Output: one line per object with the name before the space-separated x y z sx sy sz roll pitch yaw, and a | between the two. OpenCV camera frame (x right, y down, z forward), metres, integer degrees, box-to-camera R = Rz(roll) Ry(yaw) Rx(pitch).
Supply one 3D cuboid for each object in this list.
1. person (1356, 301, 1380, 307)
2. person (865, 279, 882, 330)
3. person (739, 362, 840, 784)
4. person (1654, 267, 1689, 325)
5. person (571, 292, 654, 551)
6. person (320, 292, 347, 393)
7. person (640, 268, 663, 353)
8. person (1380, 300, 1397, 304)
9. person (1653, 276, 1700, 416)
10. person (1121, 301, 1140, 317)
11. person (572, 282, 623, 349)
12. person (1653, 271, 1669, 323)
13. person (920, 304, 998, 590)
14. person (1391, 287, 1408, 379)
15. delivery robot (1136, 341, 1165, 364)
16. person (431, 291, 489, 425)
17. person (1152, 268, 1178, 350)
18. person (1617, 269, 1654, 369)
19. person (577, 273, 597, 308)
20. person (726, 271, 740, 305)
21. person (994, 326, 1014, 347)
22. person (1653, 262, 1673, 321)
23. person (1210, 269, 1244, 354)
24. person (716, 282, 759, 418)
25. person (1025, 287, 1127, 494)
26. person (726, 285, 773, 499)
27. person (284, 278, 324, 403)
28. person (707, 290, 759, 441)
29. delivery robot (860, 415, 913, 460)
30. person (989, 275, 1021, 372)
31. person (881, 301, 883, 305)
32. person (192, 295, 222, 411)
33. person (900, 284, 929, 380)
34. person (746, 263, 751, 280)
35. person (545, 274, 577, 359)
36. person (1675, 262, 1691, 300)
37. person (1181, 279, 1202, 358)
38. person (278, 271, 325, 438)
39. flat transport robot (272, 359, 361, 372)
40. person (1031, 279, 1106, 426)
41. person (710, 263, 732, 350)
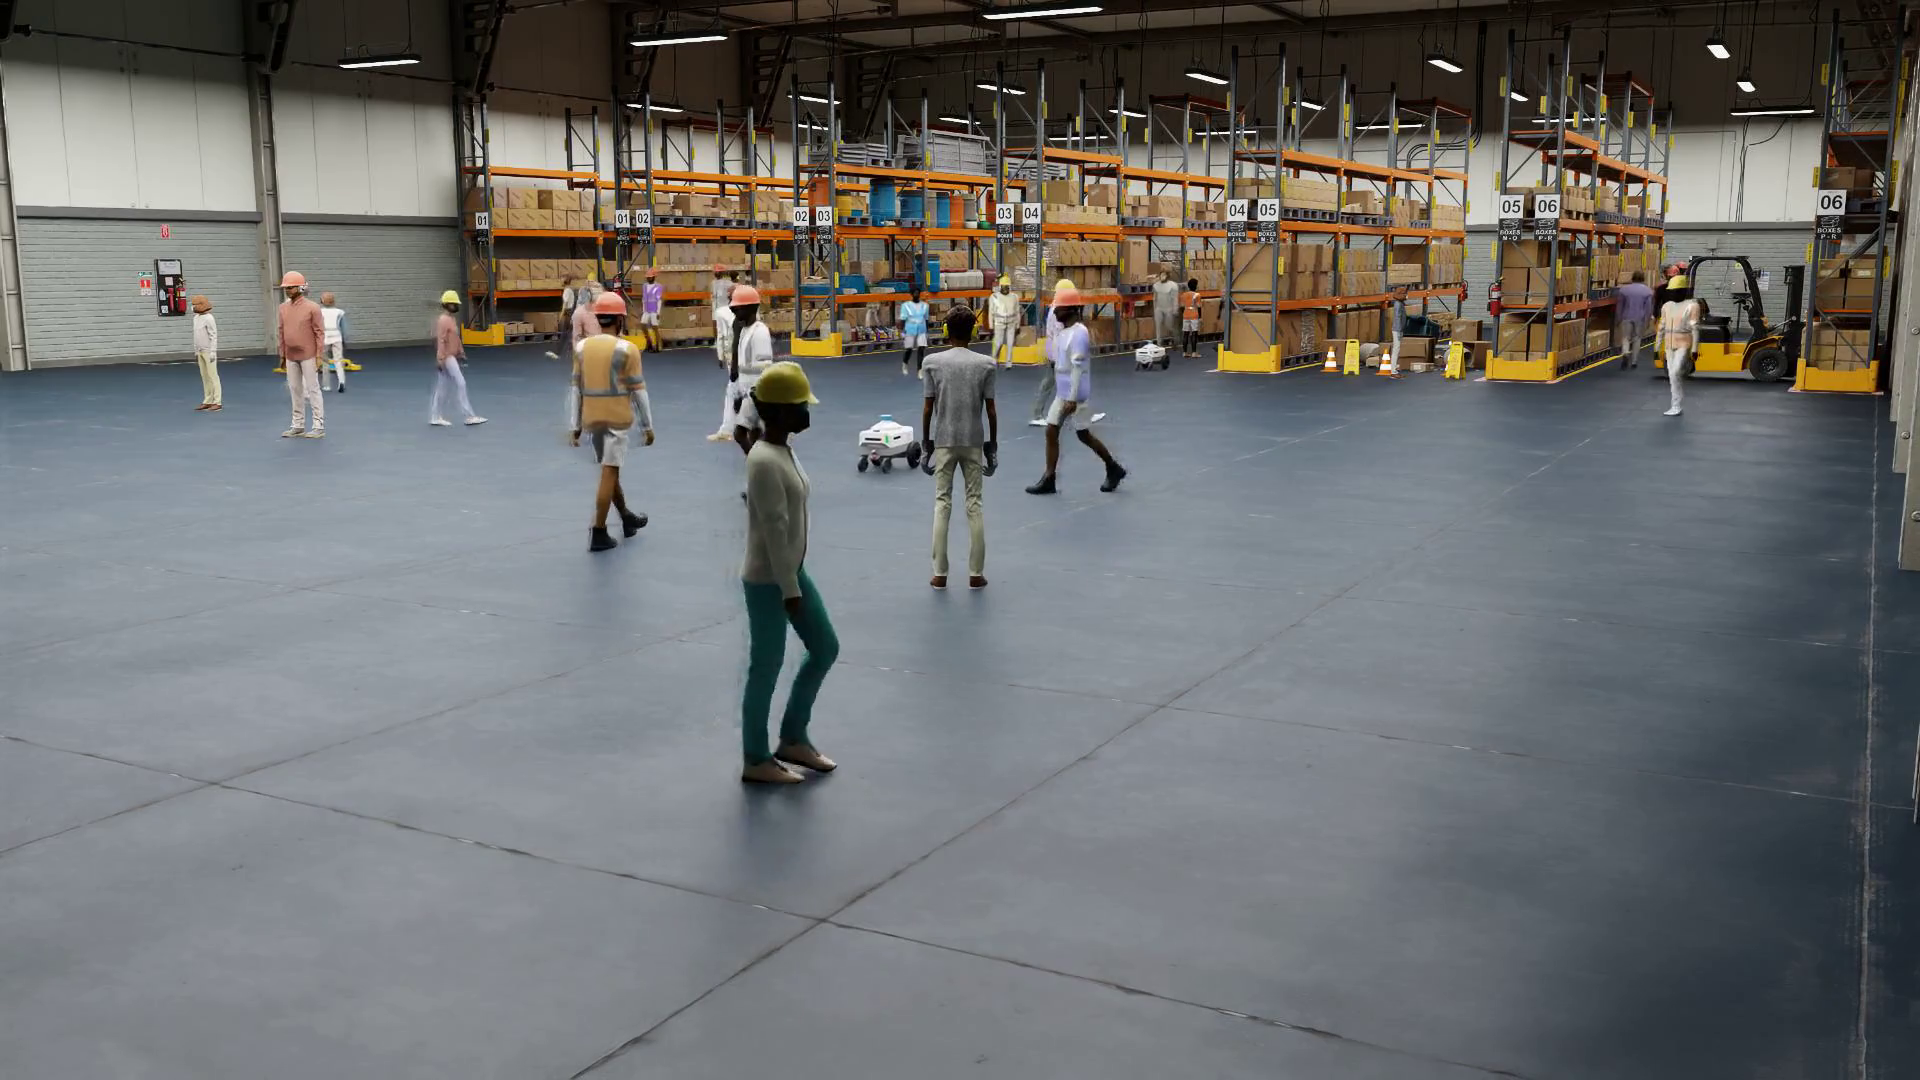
person | 10.604 -6.114 43.263 0.647 1.823 0.451 5 11 26
person | -2.188 -5.745 41.775 0.525 1.589 0.850 5 11 29
person | -0.687 0.153 6.781 0.507 1.749 0.543 2 10 9
person | 14.006 -4.391 32.779 0.610 1.952 0.932 5 11 28
person | -2.556 -0.901 12.521 0.574 1.896 0.930 4 11 23
person | -10.068 -3.165 26.646 0.525 1.604 0.800 -6 11 -32
person | -6.924 -5.123 37.199 0.566 1.912 0.541 6 11 30
person | 11.668 -6.515 45.618 0.615 1.819 0.462 7 12 35
person | 9.724 -2.630 22.623 0.573 1.904 0.610 -5 11 -26
person | 4.970 -6.930 48.350 0.527 1.725 0.873 4 11 24
person | -4.648 -2.378 21.355 0.655 1.850 1.046 -3 10 -19
person | 16.613 -5.405 39.033 0.672 1.848 1.013 5 11 28
person | -0.005 -0.597 10.874 0.508 1.863 0.312 0 10 -2
person | 7.848 -3.702 29.704 0.278 1.633 0.507 3 10 16
delivery robot | 3.651 -3.570 31.809 0.477 0.478 0.707 6 11 30
person | -6.431 -2.316 21.322 0.846 1.731 0.530 -1 10 -8
person | 4.671 -5.186 37.593 0.639 1.919 0.770 6 12 33
person | 13.019 -4.255 32.099 0.645 1.921 0.477 4 11 24
person | -8.588 -5.308 38.699 0.600 1.785 0.956 -1 10 -3
person | -5.160 -5.286 38.413 0.530 1.827 0.810 8 13 40
person | 0.946 -4.870 36.291 0.490 1.724 0.673 5 11 25
person | 18.477 -6.267 43.533 0.760 2.000 0.545 -6 12 -33
person | 5.879 -4.959 36.264 1.040 1.898 0.649 -5 11 -26
person | -2.899 -2.448 21.772 0.585 1.854 0.960 -3 10 -17
person | 1.088 -1.362 15.221 0.913 1.907 0.545 -4 10 -20
person | -1.867 -1.304 14.833 0.481 1.916 0.576 -4 10 -20
person | -9.761 -2.945 24.593 0.566 1.867 0.581 2 10 11
person | -2.479 -2.040 19.492 0.950 1.805 0.624 0 10 -2
delivery robot | -0.748 -1.032 16.953 0.477 0.478 0.707 4 10 20
person | 0.844 -4.039 31.156 0.599 1.818 0.418 -2 10 -11
person | -2.494 -7.268 49.808 0.603 1.906 0.459 5 11 28
person | -10.632 -2.631 23.433 0.501 1.631 0.285 8 12 39
person | -0.817 -3.698 29.541 0.541 1.684 0.633 -3 10 -16
person | -5.913 -6.720 46.339 0.647 1.982 0.417 7 12 37
person | -8.236 -4.672 34.919 0.983 1.800 0.506 -1 10 -6
person | 17.420 -5.723 40.346 0.609 2.040 0.395 5 11 29
person | 4.963 -4.736 35.572 0.316 1.696 0.542 -8 13 -40
person | -7.903 -2.211 19.919 0.623 1.992 0.396 3 10 18
flat transport robot | -12.023 -3.259 31.091 0.652 0.197 1.431 7 12 35
person | 1.358 -2.372 21.191 0.969 1.873 0.615 -1 10 -3
person | -5.574 -5.460 38.868 0.624 2.018 0.722 5 11 27
